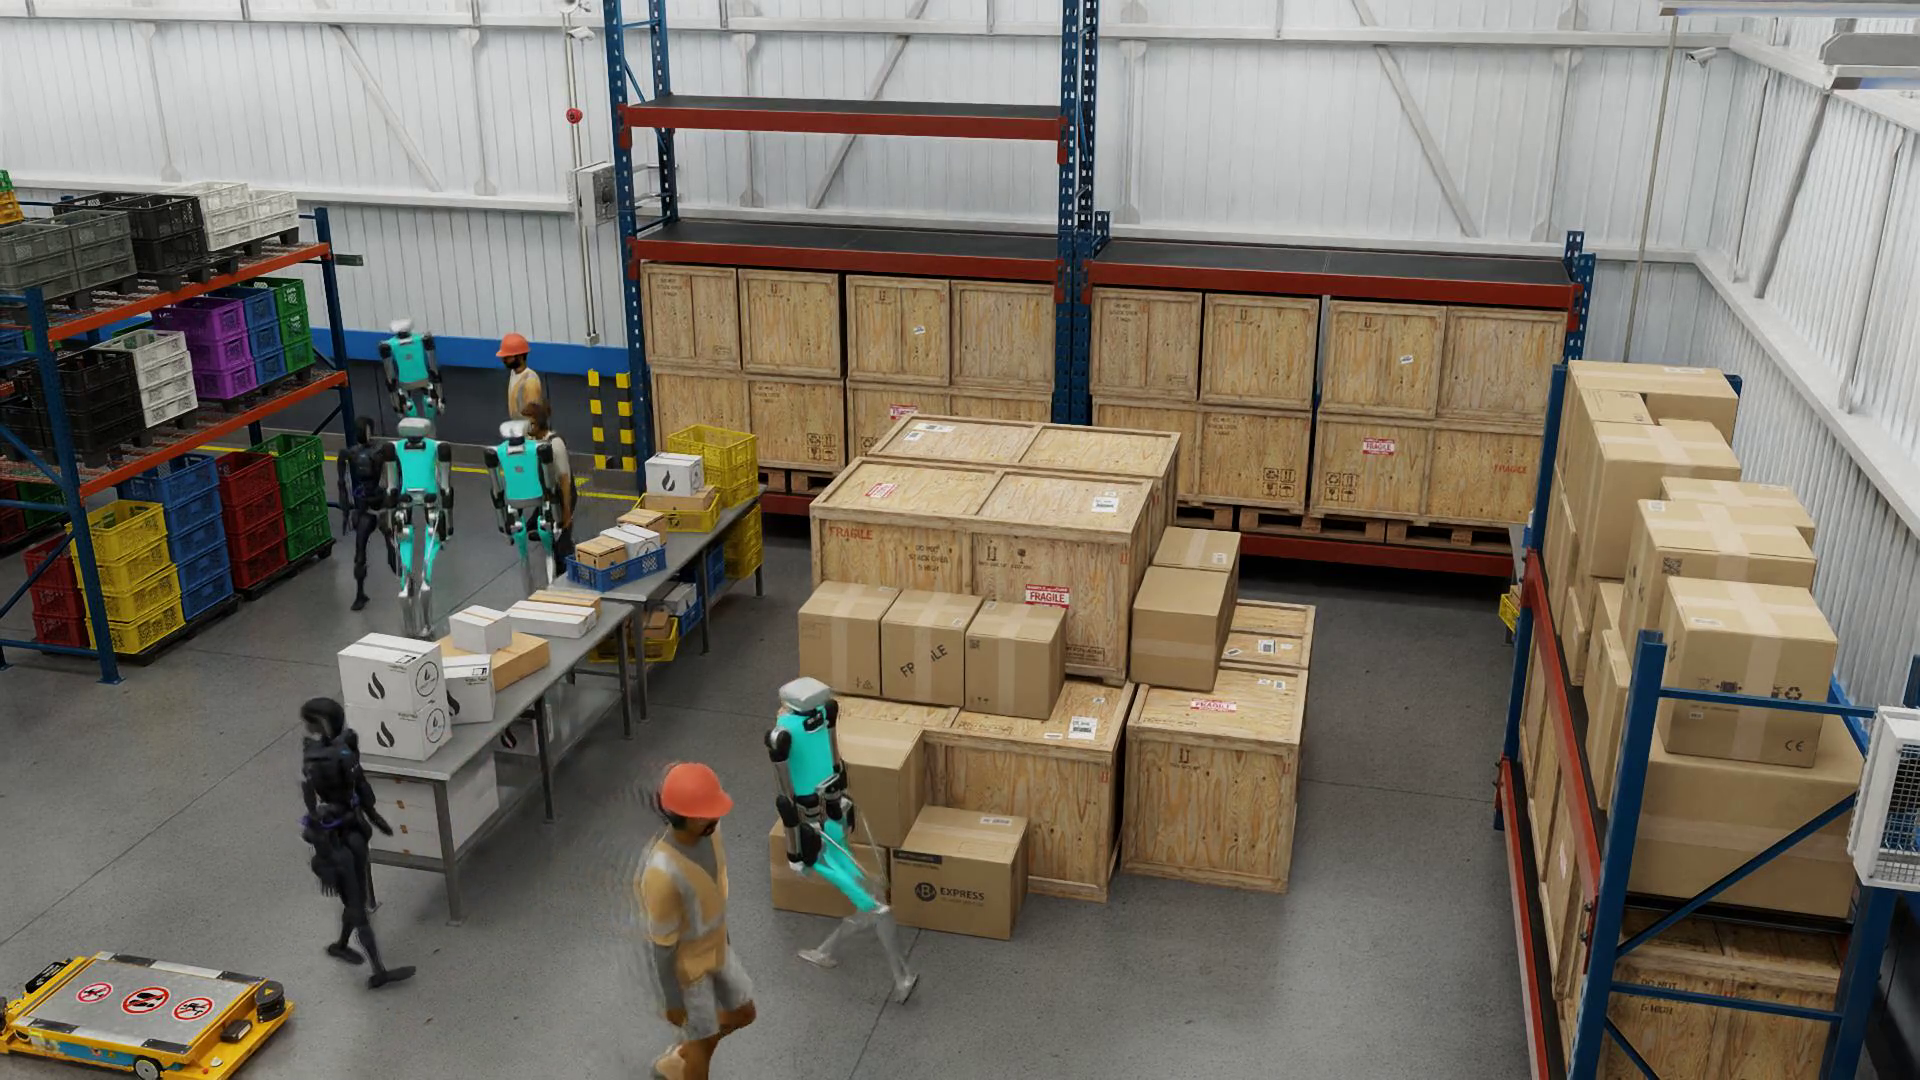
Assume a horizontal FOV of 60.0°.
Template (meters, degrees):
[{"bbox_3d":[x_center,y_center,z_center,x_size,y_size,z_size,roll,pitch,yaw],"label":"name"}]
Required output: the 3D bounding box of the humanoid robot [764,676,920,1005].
[{"bbox_3d":[-0.507,1.624,8.768,0.986,1.758,0.544,12,24,29],"label":"humanoid robot"}]

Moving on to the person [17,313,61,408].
[{"bbox_3d":[-9.984,-1.940,17.928,0.564,1.836,0.387,-6,22,-15],"label":"person"}]

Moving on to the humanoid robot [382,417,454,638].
[{"bbox_3d":[-4.248,0.011,13.070,0.557,1.846,0.812,-3,21,-7],"label":"humanoid robot"}]

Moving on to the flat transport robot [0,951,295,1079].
[{"bbox_3d":[-4.270,2.464,8.601,1.431,0.231,0.659,5,22,13],"label":"flat transport robot"}]

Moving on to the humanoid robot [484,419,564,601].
[{"bbox_3d":[-3.463,-0.133,13.475,0.557,1.890,0.724,-2,21,-5],"label":"humanoid robot"}]

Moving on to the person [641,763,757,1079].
[{"bbox_3d":[-1.199,1.903,7.604,0.476,2.026,0.633,6,22,15],"label":"person"}]

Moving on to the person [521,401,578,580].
[{"bbox_3d":[-3.236,-0.309,13.693,0.650,1.813,0.551,-14,25,-32],"label":"person"}]

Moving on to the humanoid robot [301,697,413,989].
[{"bbox_3d":[-3.252,1.592,8.945,0.569,1.647,0.593,3,21,8],"label":"humanoid robot"}]

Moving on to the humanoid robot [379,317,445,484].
[{"bbox_3d":[-5.474,-1.420,16.811,0.549,1.835,0.879,-5,22,-14],"label":"humanoid robot"}]

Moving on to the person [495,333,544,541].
[{"bbox_3d":[-3.968,-0.947,15.199,0.388,1.930,0.549,-12,24,-28],"label":"person"}]

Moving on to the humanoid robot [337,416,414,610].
[{"bbox_3d":[-4.825,-0.254,13.766,0.589,1.644,0.473,-1,21,-2],"label":"humanoid robot"}]
